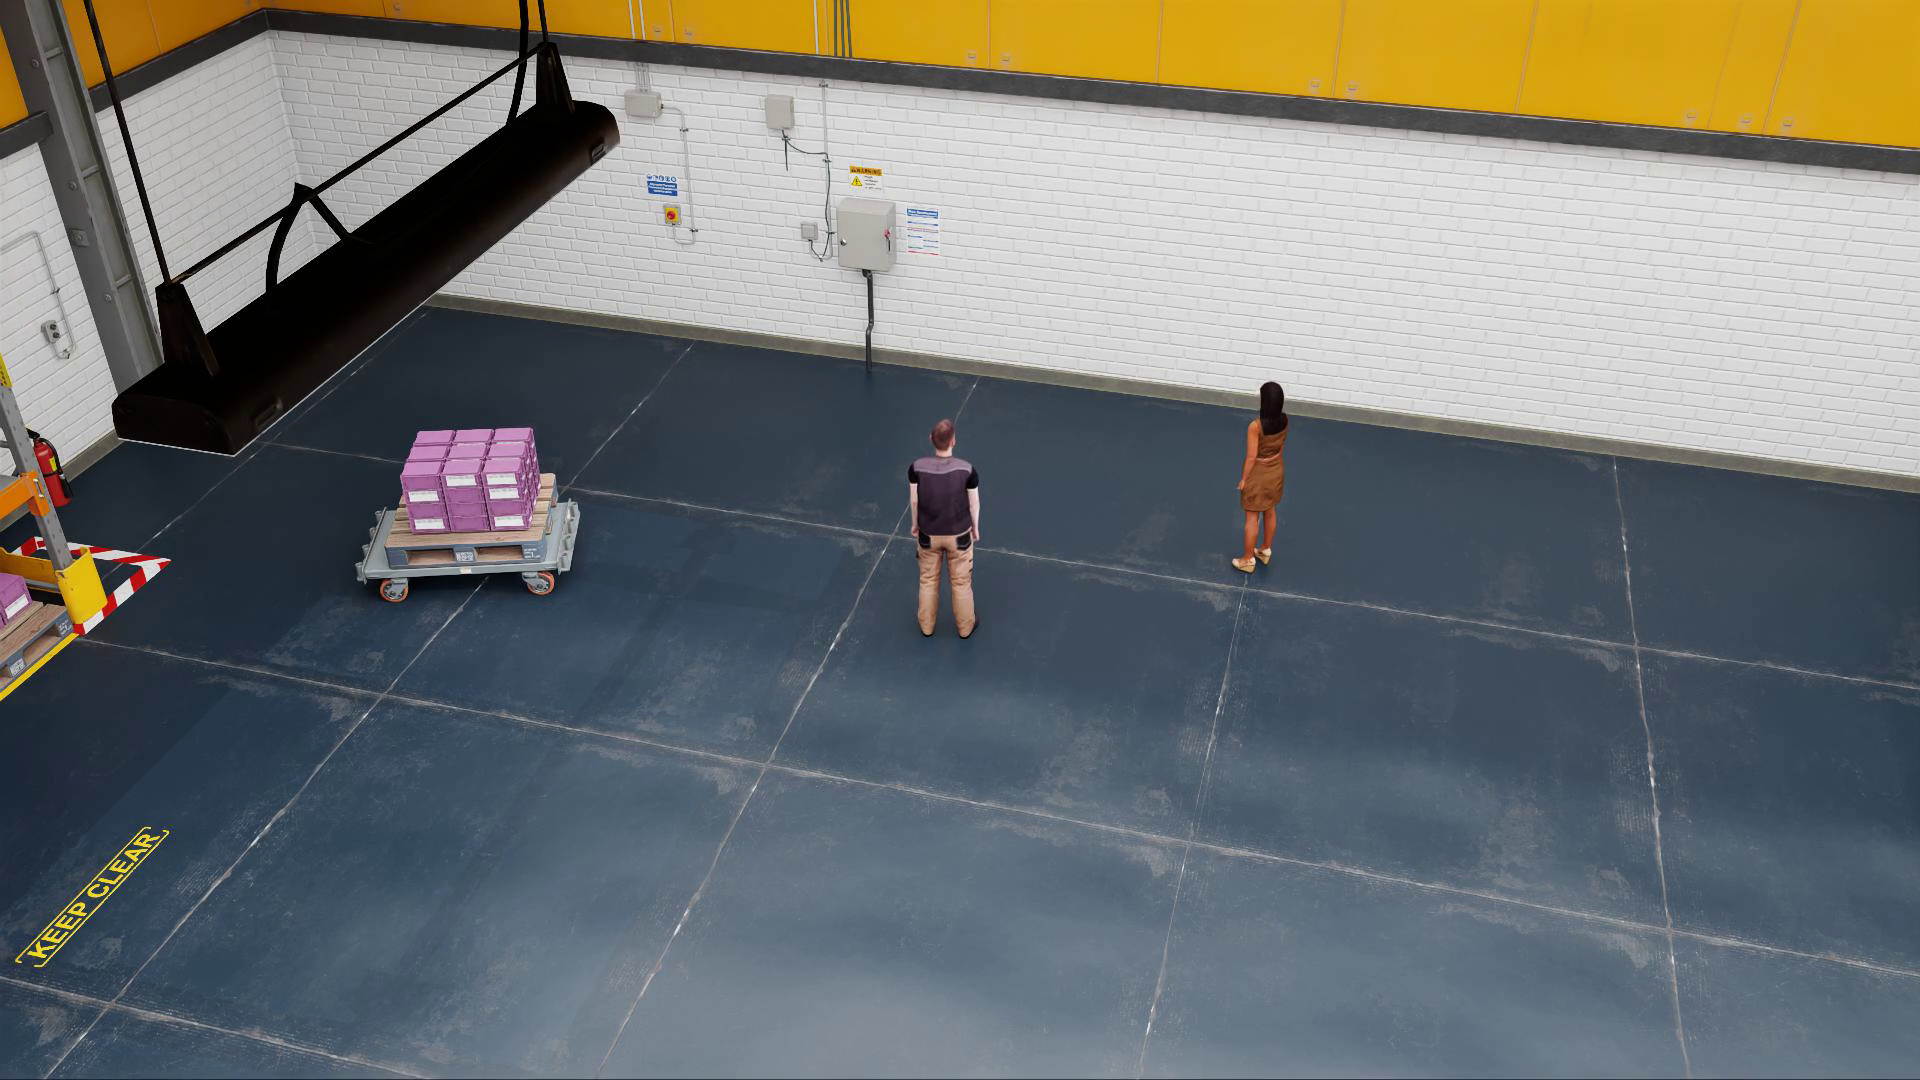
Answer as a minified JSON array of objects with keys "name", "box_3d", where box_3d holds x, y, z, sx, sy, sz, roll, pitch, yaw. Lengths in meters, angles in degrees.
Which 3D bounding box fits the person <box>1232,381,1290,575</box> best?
[{"name":"person","box_3d":[2.399,-0.502,13.183,0.614,1.690,0.698,-24,40,-31]}]

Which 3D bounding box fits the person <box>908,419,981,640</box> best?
[{"name":"person","box_3d":[-0.121,-0.079,12.411,0.705,1.842,0.619,4,34,7]}]
